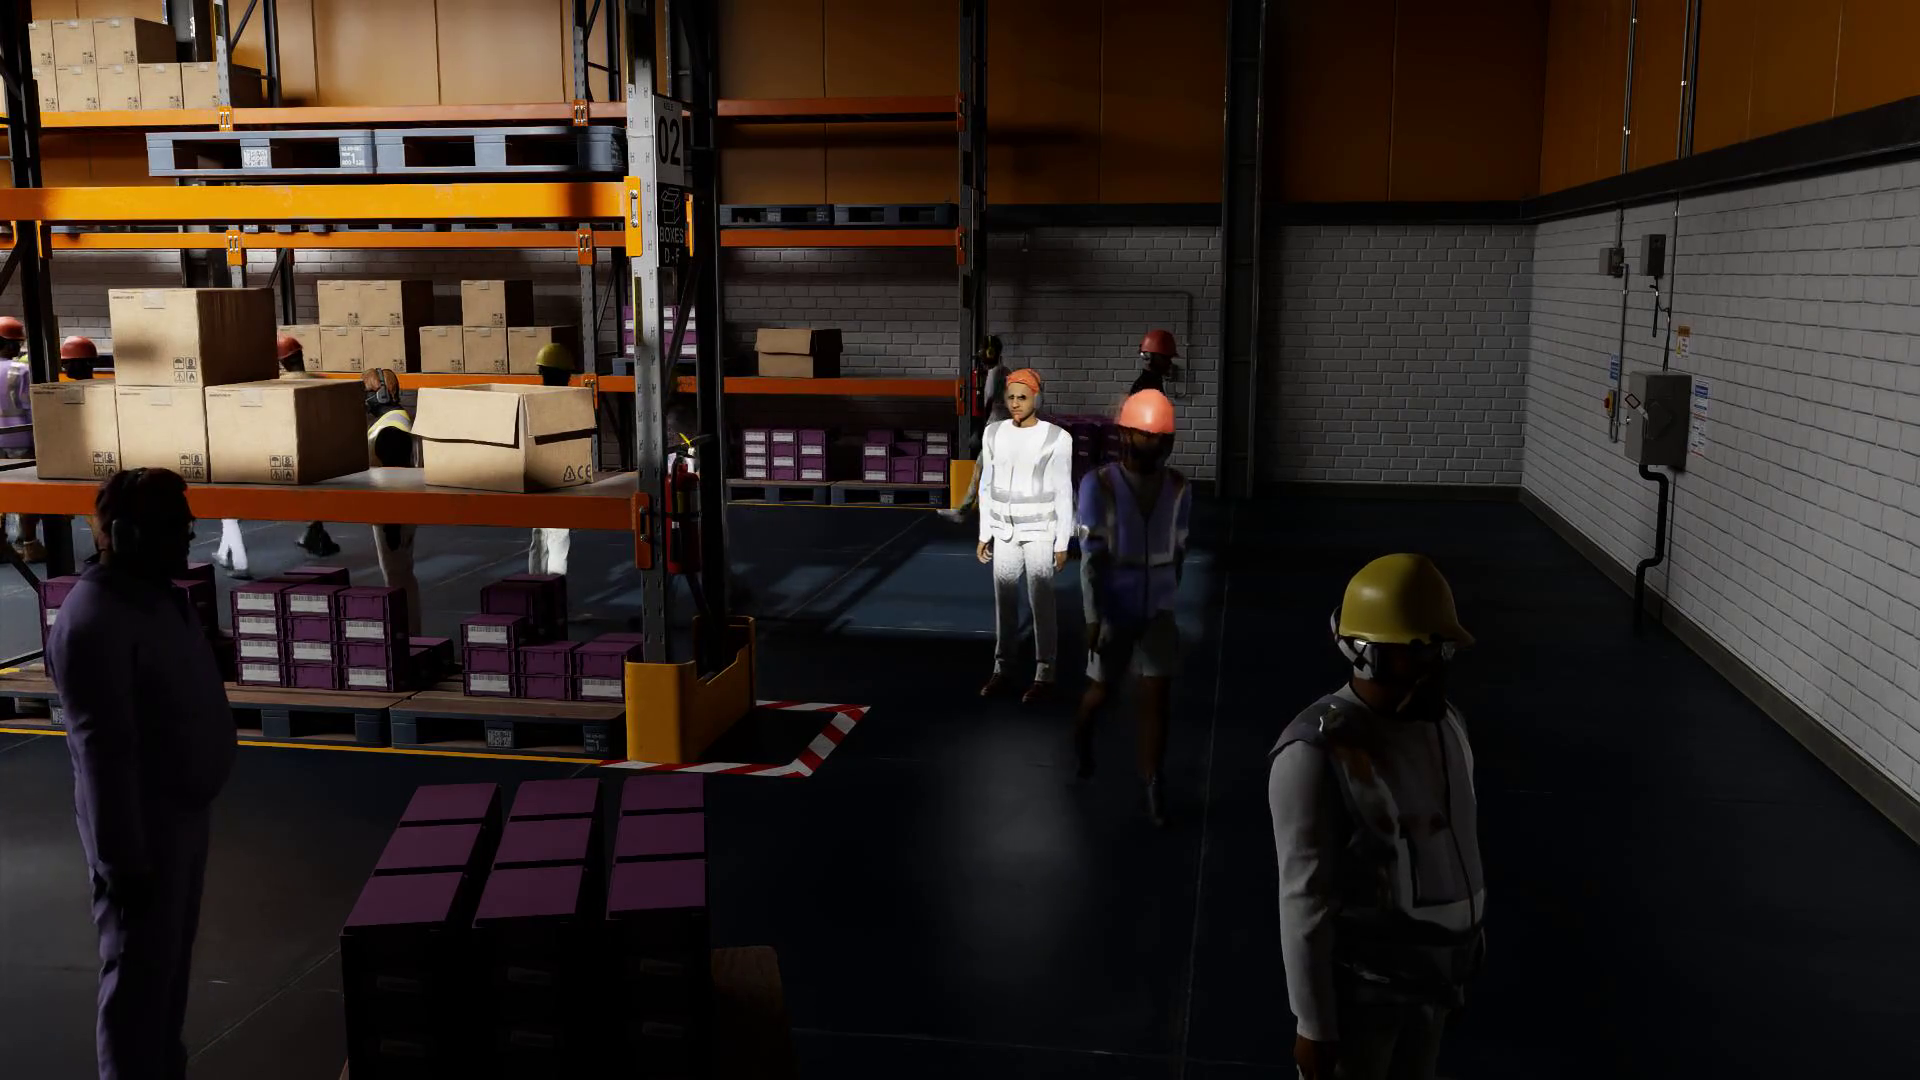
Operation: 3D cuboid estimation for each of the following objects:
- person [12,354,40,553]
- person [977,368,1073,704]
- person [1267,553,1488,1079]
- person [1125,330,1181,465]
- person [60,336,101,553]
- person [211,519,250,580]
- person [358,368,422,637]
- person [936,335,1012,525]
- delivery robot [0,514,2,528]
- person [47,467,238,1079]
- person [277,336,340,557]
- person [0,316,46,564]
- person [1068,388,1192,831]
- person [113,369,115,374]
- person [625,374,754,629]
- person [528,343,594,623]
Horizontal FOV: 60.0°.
[{"bbox_3d":[-7.925,-0.729,14.187,0.423,1.722,0.502,0,9,2],"label":"person"},{"bbox_3d":[0.362,-0.023,9.340,0.580,1.879,0.349,6,11,32],"label":"person"},{"bbox_3d":[0.903,0.932,3.545,0.590,1.833,0.404,-9,13,-44],"label":"person"},{"bbox_3d":[1.407,-0.542,12.210,0.399,1.987,0.612,2,9,12],"label":"person"},{"bbox_3d":[-6.531,-0.557,12.461,0.362,1.935,0.553,-2,9,-11],"label":"person"},{"bbox_3d":[-5.869,-0.570,13.151,0.852,1.725,0.551,7,12,38],"label":"person"},{"bbox_3d":[-3.501,-0.138,10.200,0.430,1.835,0.618,-3,10,-20],"label":"person"},{"bbox_3d":[0.260,-0.999,15.582,0.975,1.820,0.540,0,9,1],"label":"person"},{"bbox_3d":[-8.257,-0.105,13.635,0.707,0.478,0.477,-4,10,-24],"label":"delivery robot"},{"bbox_3d":[-2.132,0.752,4.440,0.403,1.904,0.652,-2,9,-13],"label":"person"},{"bbox_3d":[-5.449,-0.776,13.987,0.628,1.887,0.551,0,9,0],"label":"person"},{"bbox_3d":[-7.829,-0.818,13.750,0.609,2.043,0.397,2,9,11],"label":"person"},{"bbox_3d":[0.753,0.267,7.435,0.538,1.917,0.826,-2,9,-14],"label":"person"},{"bbox_3d":[-5.498,-0.363,11.250,0.635,1.939,0.366,7,11,37],"label":"person"},{"bbox_3d":[-1.838,-0.294,11.301,0.842,1.802,0.605,-2,9,-10],"label":"person"},{"bbox_3d":[-2.786,-0.389,11.458,0.386,1.922,0.594,-9,13,-43],"label":"person"}]
